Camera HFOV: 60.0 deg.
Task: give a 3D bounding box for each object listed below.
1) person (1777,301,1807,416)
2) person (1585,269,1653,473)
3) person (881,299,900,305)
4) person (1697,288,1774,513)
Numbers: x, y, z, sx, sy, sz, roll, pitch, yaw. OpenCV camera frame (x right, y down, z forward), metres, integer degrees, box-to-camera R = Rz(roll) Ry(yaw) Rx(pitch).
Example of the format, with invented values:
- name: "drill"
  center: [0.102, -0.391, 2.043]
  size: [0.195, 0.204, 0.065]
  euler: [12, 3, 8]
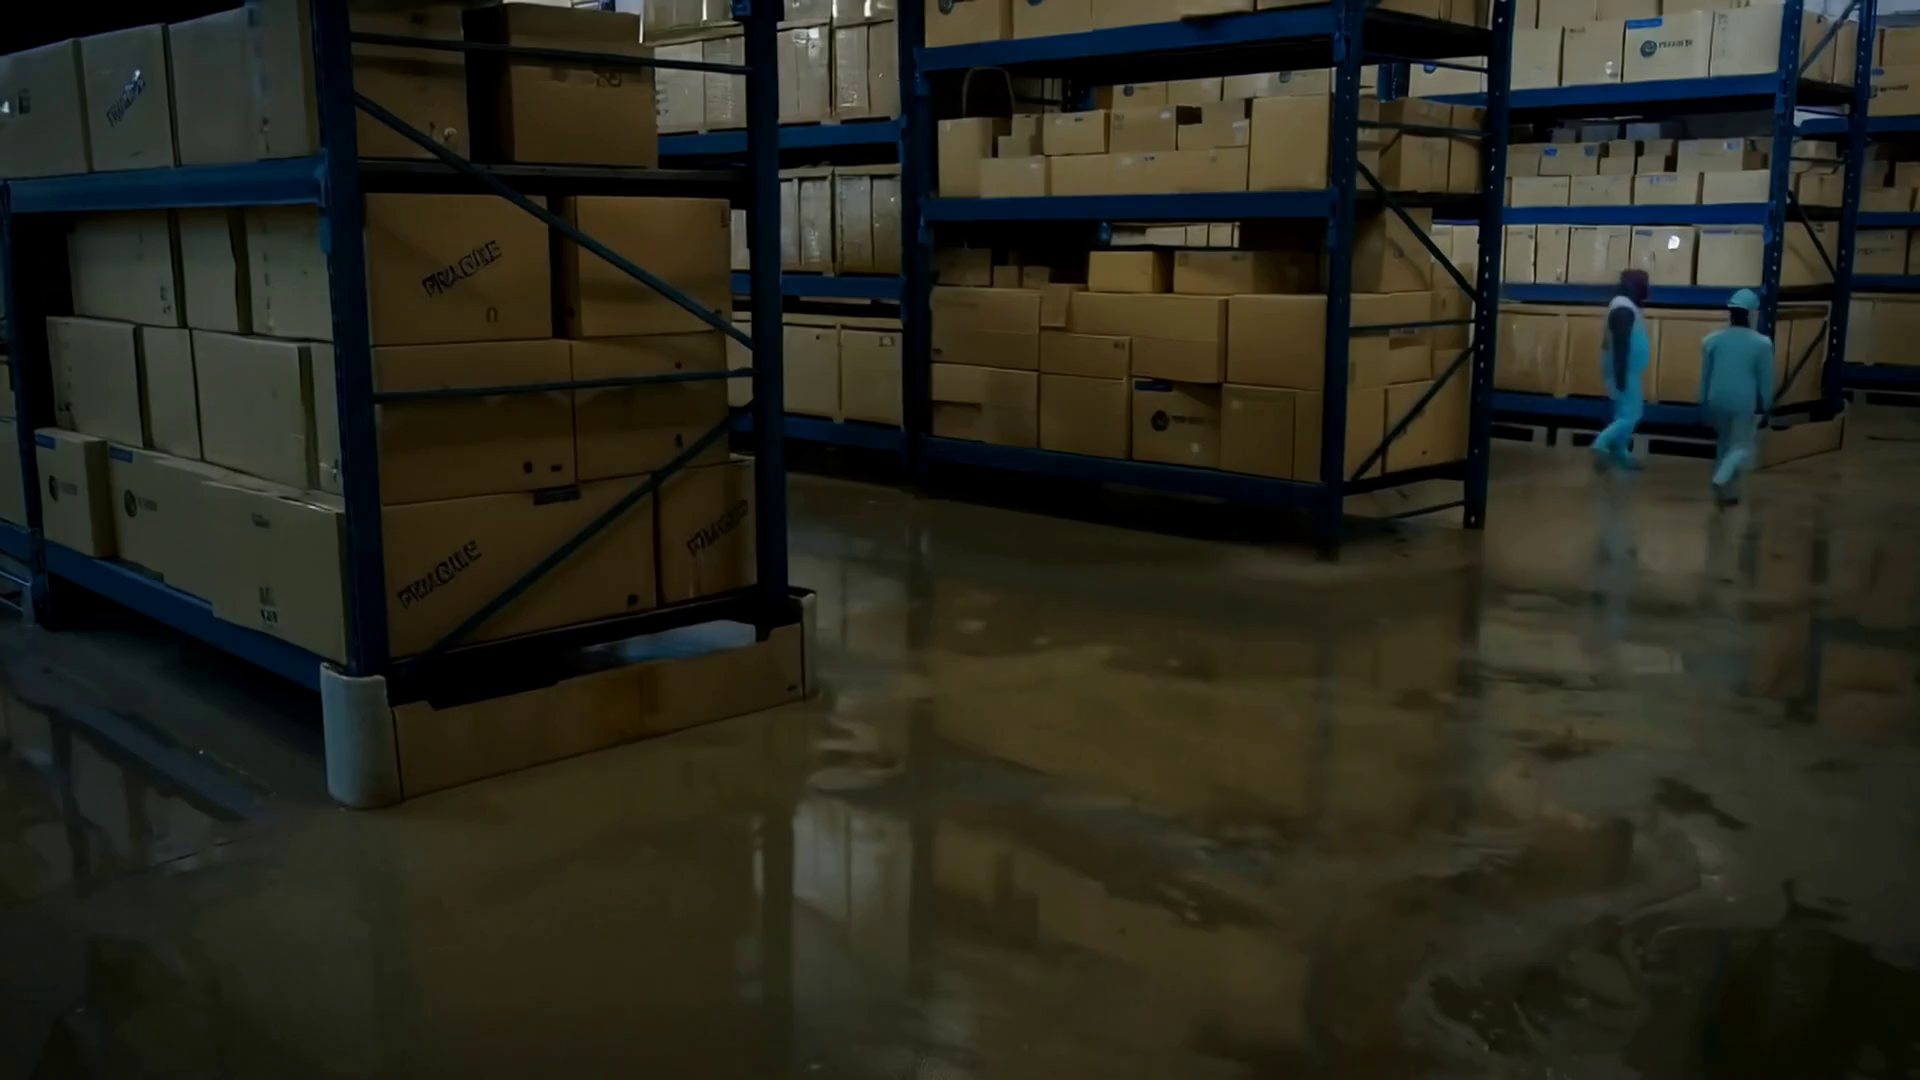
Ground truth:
- name: "person"
  center: [9.807, -2.437, 19.892]
  size: [0.547, 1.889, 1.016]
  euler: [0, 10, -2]
- name: "person"
  center: [5.972, -1.505, 14.913]
  size: [0.435, 1.833, 0.648]
  euler: [5, 12, 27]
- name: "person"
  center: [-0.717, -2.509, 20.511]
  size: [0.602, 1.793, 0.905]
  euler: [-9, 14, -41]
- name: "person"
  center: [5.964, -1.074, 12.854]
  size: [0.741, 1.730, 0.570]
  euler: [-9, 14, -40]
